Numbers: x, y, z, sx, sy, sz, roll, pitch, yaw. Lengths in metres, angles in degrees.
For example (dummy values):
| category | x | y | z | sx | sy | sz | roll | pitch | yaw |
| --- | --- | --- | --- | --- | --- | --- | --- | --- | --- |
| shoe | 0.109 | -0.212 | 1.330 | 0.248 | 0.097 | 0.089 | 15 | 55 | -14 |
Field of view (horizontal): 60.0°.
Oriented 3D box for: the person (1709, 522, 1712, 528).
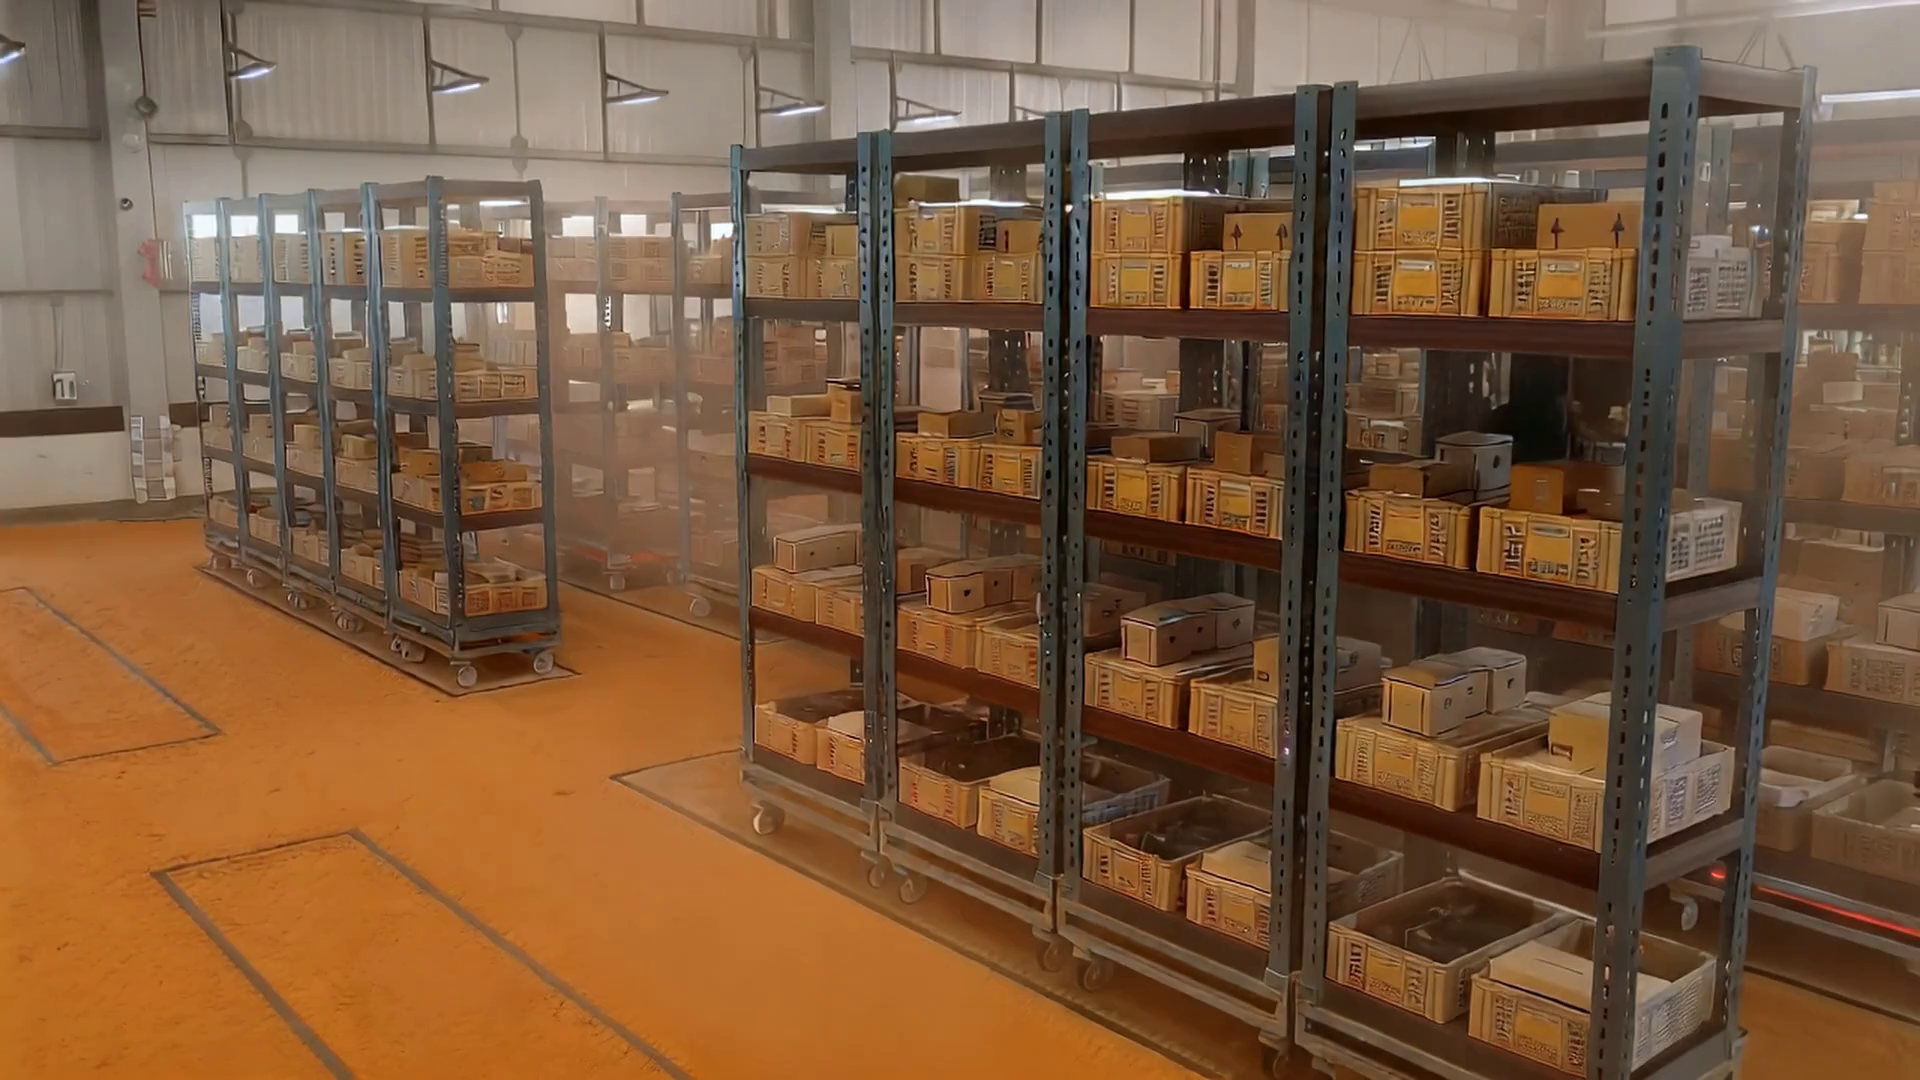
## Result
| category | x | y | z | sx | sy | sz | roll | pitch | yaw |
| --- | --- | --- | --- | --- | --- | --- | --- | --- | --- |
| person | 5.431 | 0.170 | 11.735 | 0.582 | 1.826 | 0.520 | -6 | 11 | -33 |
